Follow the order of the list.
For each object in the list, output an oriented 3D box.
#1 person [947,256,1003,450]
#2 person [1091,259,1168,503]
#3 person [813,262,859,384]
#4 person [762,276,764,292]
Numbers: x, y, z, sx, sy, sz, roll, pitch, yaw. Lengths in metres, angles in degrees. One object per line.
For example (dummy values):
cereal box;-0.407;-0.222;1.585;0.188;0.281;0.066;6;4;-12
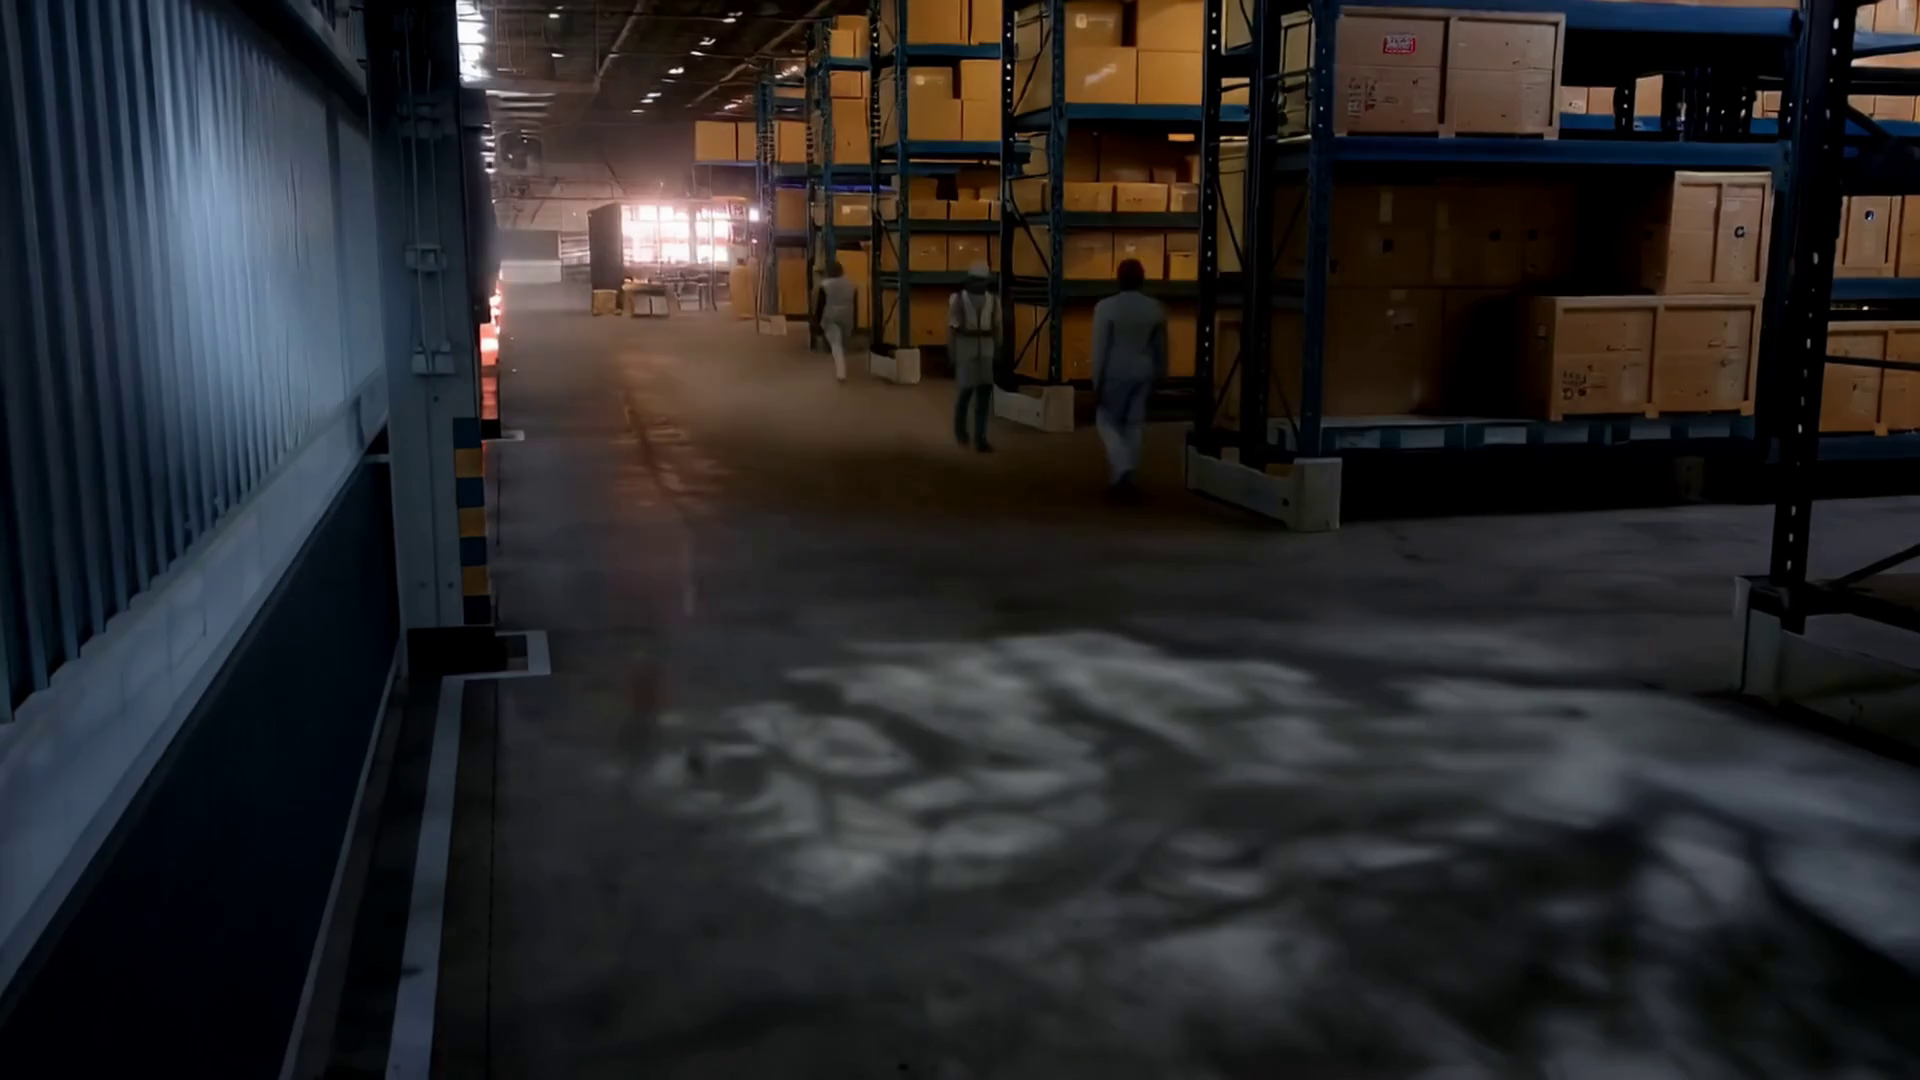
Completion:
person;0.153;-1.845;16.525;0.576;1.924;0.415;-3;10;-17
person;1.320;-1.241;13.106;0.650;1.922;0.430;-3;11;-19
person;-1.852;-3.231;24.745;0.640;1.790;0.957;-5;11;-26
person;-4.854;-6.494;42.900;0.647;1.899;0.991;4;11;23
